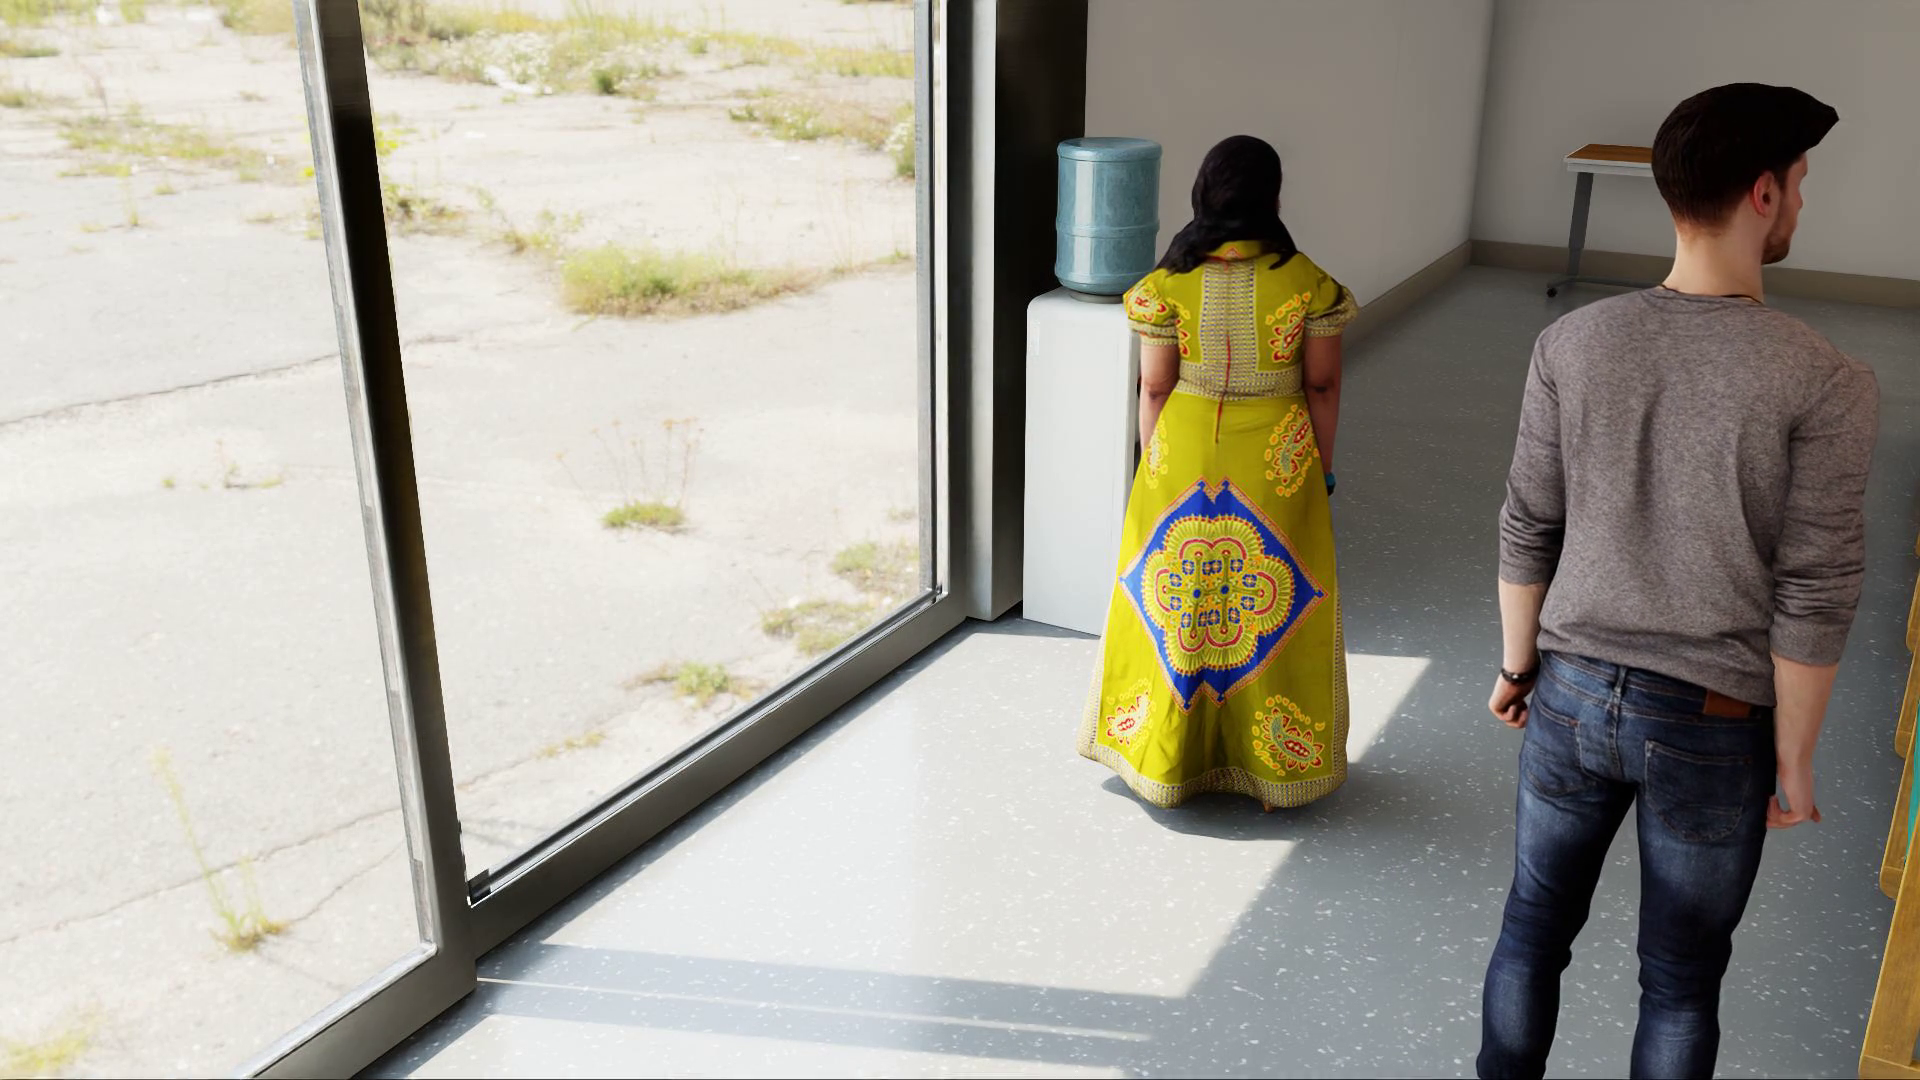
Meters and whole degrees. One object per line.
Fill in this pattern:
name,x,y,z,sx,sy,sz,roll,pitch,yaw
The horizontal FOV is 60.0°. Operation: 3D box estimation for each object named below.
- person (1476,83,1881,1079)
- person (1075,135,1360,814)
person,1.076,0.267,2.601,0.594,1.903,0.789,19,28,40
person,0.646,-0.129,3.992,0.884,1.659,1.029,3,21,7
